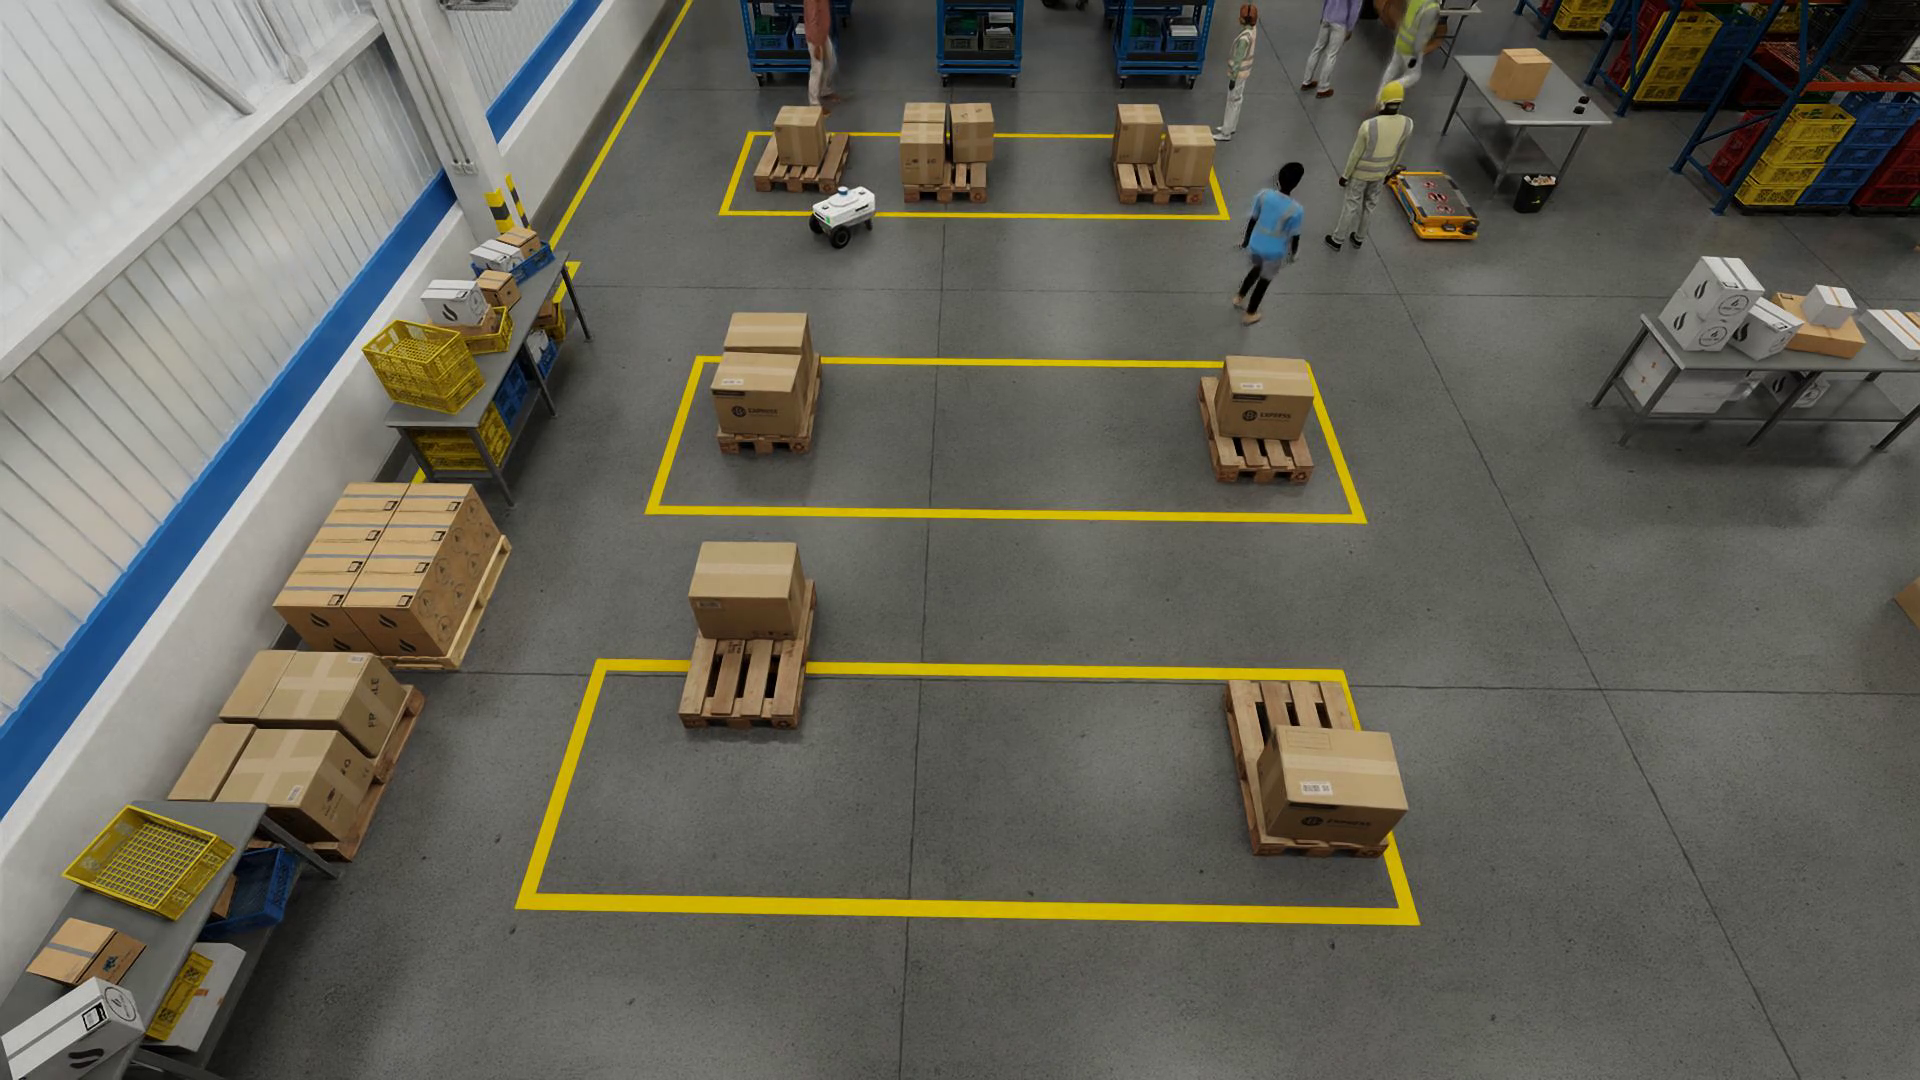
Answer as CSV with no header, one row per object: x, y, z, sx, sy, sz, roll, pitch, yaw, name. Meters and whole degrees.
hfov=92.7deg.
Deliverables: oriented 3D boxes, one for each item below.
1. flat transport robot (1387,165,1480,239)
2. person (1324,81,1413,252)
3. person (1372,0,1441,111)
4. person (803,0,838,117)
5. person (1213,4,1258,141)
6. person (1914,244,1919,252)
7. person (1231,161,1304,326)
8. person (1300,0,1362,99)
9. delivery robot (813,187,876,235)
5.692,-4.094,11.059,0.652,0.197,1.431,1,49,1,flat transport robot
4.448,-4.026,9.981,0.588,1.823,0.403,-6,49,-5,person
6.000,-6.576,12.198,0.436,1.805,0.733,-2,49,-2,person
-1.844,-6.680,12.187,0.496,1.966,0.652,7,49,6,person
3.586,-6.013,11.826,0.313,1.634,0.514,19,52,15,person
11.193,-3.888,9.822,0.349,1.882,0.584,-9,50,-8,person
3.082,-2.920,9.112,0.396,1.682,0.548,-26,54,-21,person
5.187,-7.147,12.617,0.379,1.930,0.625,-23,53,-19,person
-1.325,-3.831,10.585,0.707,0.478,0.477,-31,56,-24,delivery robot
